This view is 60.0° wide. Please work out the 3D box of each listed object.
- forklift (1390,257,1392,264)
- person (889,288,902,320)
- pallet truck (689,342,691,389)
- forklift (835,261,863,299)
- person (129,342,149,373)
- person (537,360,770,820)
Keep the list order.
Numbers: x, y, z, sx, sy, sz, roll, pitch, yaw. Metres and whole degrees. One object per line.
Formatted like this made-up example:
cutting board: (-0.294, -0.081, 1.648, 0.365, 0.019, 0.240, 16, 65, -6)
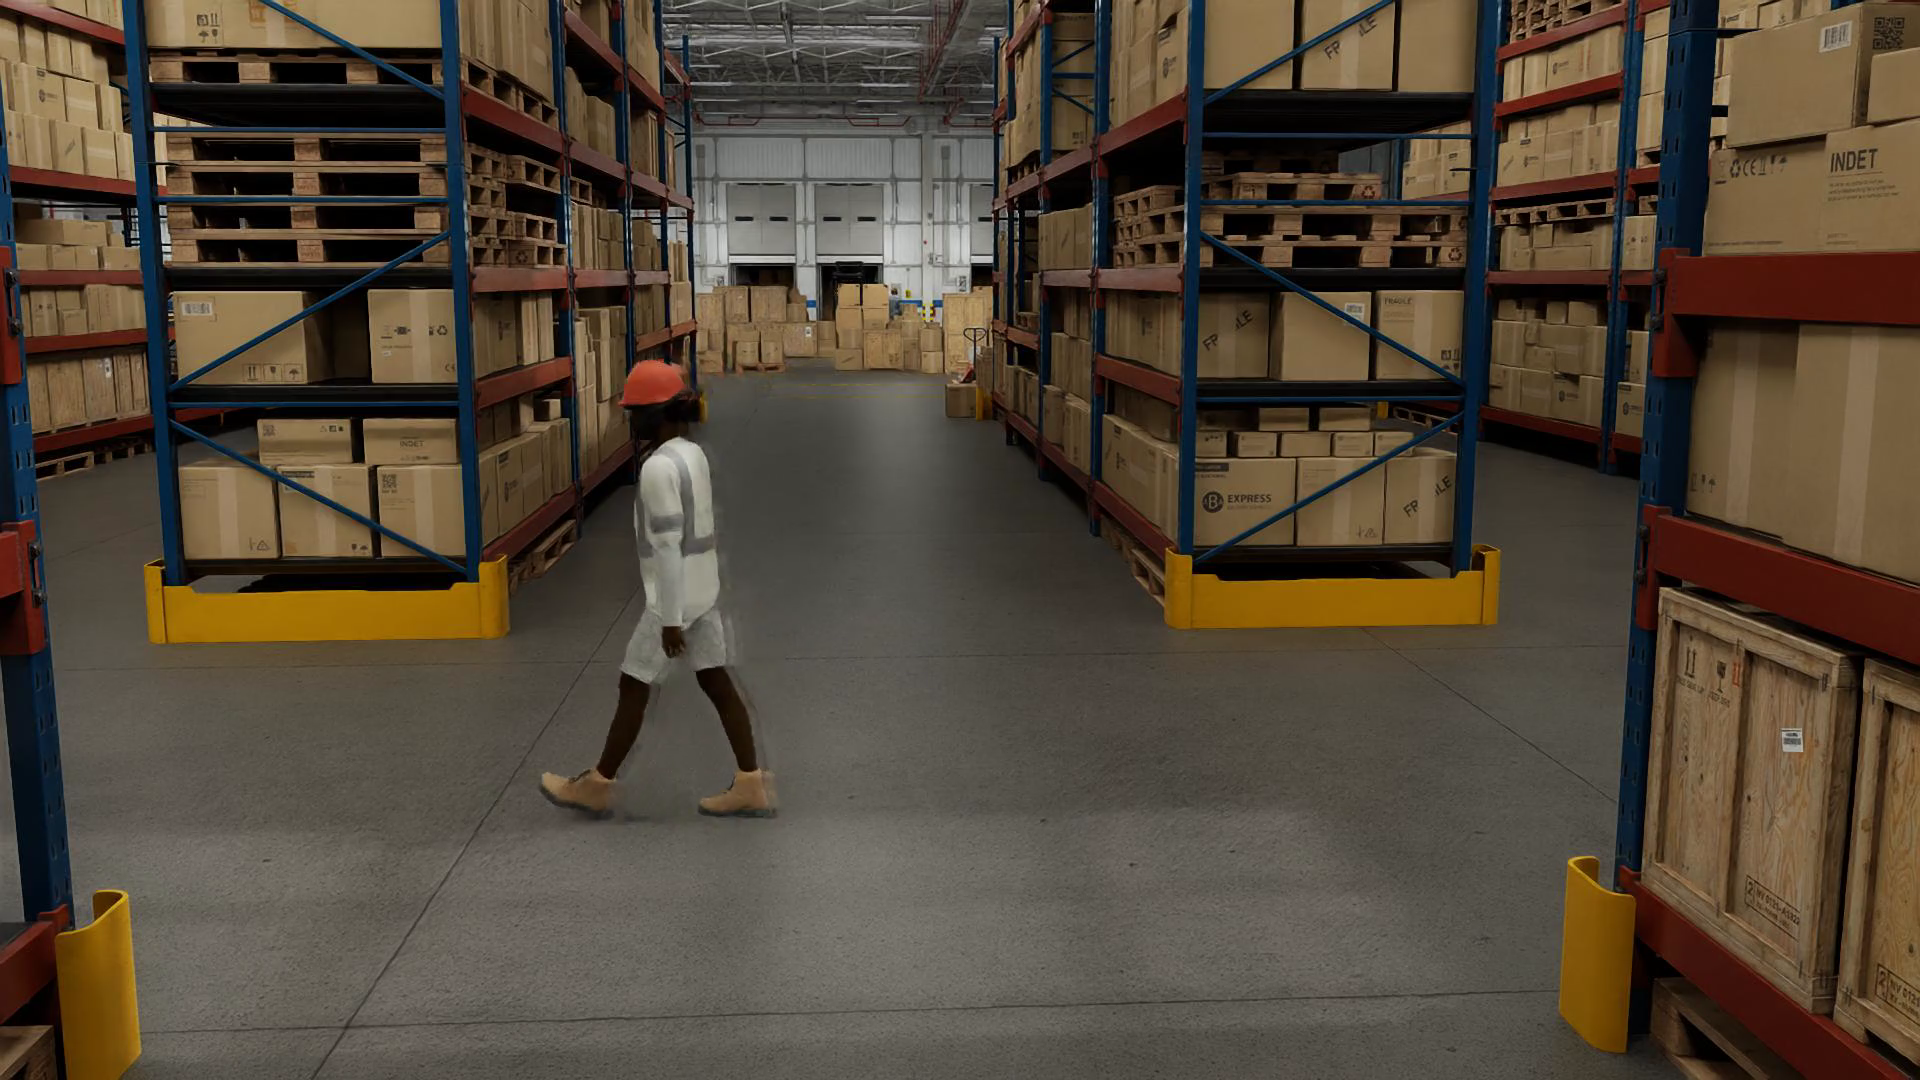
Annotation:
forklift: (10.511, -5.744, 41.895, 1.129, 2.768, 1.873, -7, 12, -39)
person: (-2.301, -7.828, 57.981, 0.635, 1.929, 0.387, 3, 10, 20)
pallet truck: (-5.225, -3.008, 27.480, 1.885, 1.965, 0.823, 2, 9, 14)
forklift: (-3.739, -8.045, 56.345, 1.129, 2.768, 1.873, 0, 9, 0)
person: (-13.664, -3.089, 27.995, 0.621, 1.994, 0.381, -1, 9, -8)
person: (-1.308, 0.232, 7.153, 1.039, 1.986, 0.642, 1, 9, 9)
